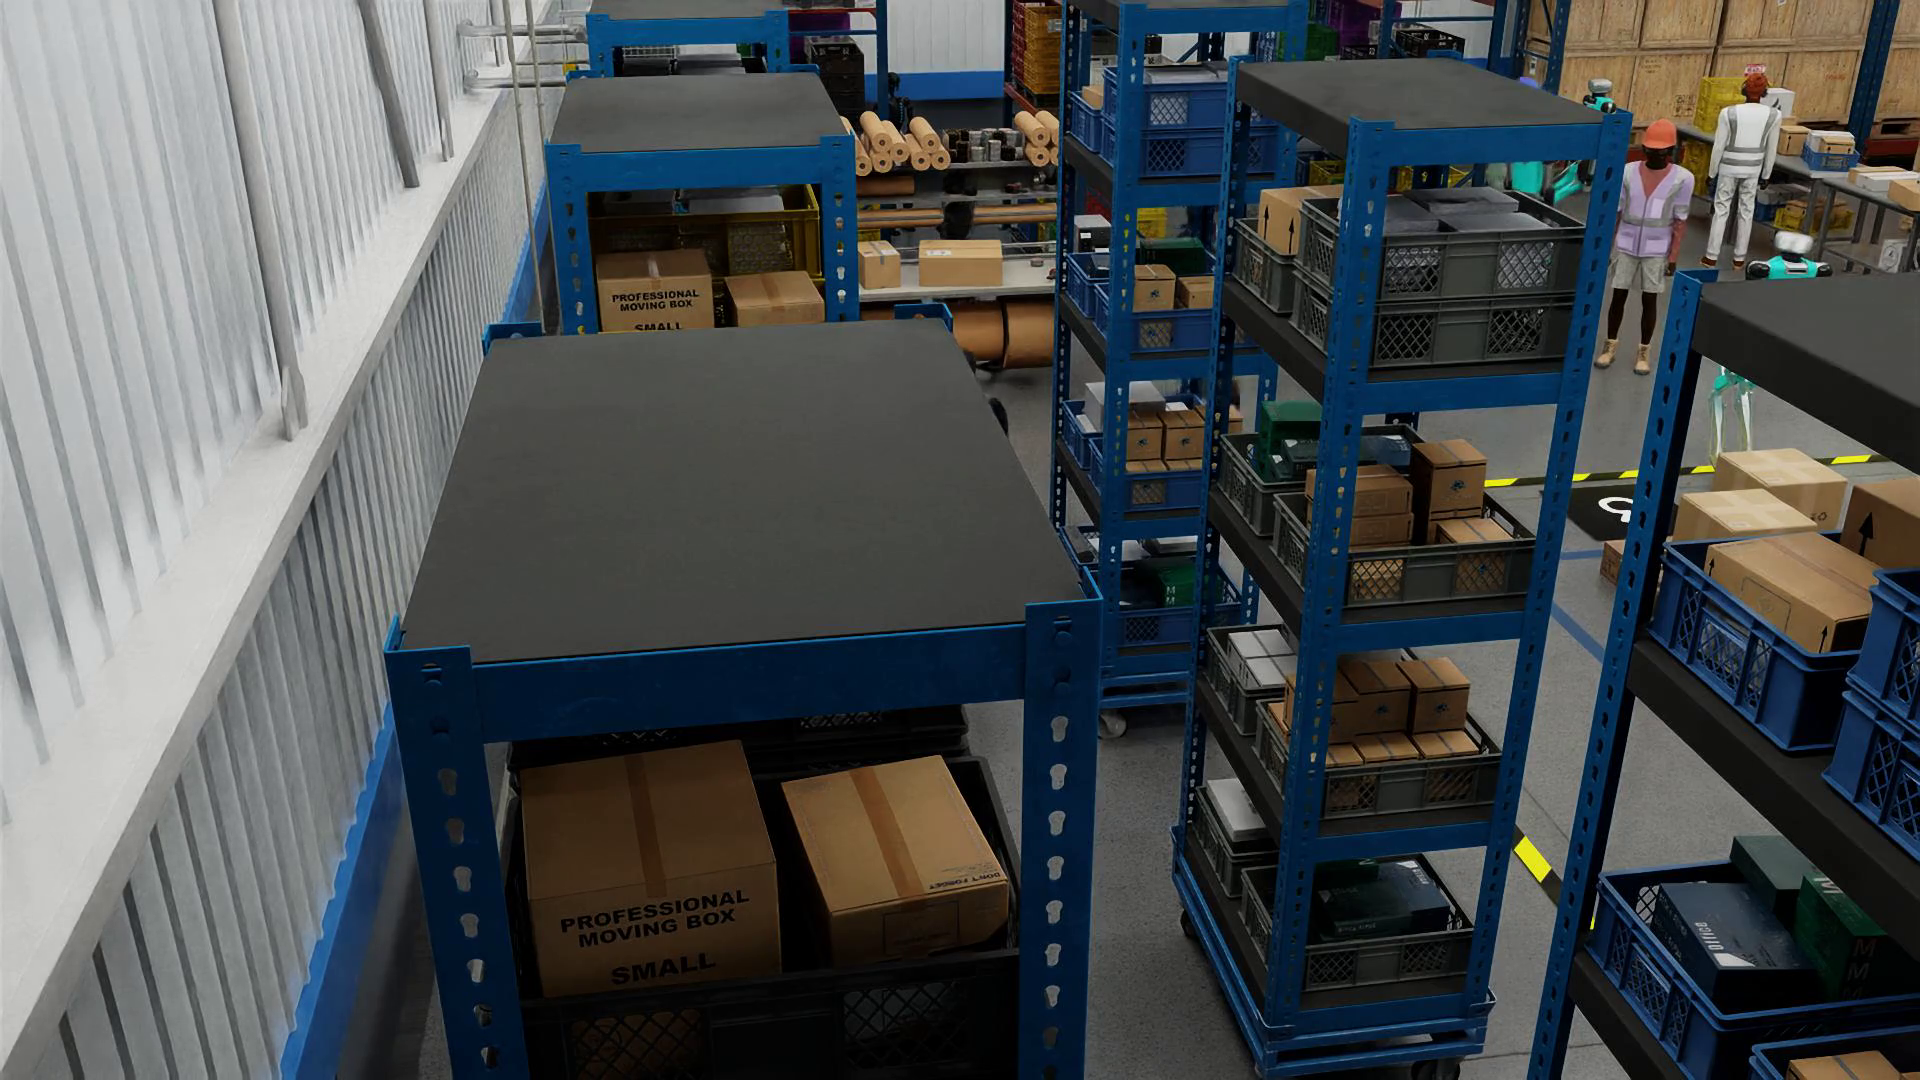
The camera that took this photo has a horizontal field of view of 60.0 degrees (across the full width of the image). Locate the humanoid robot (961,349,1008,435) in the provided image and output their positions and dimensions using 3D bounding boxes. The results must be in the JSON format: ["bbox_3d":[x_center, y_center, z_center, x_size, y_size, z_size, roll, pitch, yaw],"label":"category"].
[{"bbox_3d":[-0.007,-0.252,9.242,0.609,1.644,0.754,-4,25,-8],"label":"humanoid robot"}]

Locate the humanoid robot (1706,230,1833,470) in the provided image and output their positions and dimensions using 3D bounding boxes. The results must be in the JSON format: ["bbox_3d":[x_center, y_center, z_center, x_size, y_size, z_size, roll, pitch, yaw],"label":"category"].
[{"bbox_3d":[5.363,-1.306,11.221,0.533,1.677,0.735,1,25,2],"label":"humanoid robot"}]

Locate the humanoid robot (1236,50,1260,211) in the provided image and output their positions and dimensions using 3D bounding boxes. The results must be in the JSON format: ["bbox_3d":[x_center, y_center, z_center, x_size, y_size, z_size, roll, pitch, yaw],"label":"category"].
[{"bbox_3d":[3.264,-4.383,18.185,0.707,1.892,0.553,2,25,4],"label":"humanoid robot"}]

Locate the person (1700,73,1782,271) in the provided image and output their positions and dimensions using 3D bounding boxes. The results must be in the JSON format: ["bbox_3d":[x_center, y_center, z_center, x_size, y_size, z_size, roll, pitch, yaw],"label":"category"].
[{"bbox_3d":[7.535,-3.549,16.080,0.582,1.882,0.337,5,25,11],"label":"person"}]

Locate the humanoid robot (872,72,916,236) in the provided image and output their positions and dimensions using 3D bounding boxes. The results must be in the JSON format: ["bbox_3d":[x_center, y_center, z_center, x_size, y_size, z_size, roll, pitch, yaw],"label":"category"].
[{"bbox_3d":[-0.692,-4.034,17.364,0.599,1.657,0.315,-21,32,-37],"label":"humanoid robot"}]

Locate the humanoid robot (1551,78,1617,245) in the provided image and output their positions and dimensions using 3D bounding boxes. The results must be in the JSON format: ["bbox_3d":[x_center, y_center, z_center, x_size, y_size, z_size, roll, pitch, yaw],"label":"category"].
[{"bbox_3d":[5.984,-3.686,16.437,0.741,1.690,0.533,-2,25,-4],"label":"humanoid robot"}]

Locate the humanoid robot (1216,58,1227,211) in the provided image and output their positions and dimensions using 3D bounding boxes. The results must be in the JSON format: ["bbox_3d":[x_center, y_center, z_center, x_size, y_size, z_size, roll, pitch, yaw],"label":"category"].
[{"bbox_3d":[2.822,-4.481,18.339,0.315,1.655,0.599,-22,33,-39],"label":"humanoid robot"}]

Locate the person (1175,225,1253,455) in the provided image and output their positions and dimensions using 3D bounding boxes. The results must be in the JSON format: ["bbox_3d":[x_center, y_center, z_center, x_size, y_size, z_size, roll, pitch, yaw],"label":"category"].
[{"bbox_3d":[1.668,-1.219,11.128,0.657,1.790,0.862,17,30,32],"label":"person"}]

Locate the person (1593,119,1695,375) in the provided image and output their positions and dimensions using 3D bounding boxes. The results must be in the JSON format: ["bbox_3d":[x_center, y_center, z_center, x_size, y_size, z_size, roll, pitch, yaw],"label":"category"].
[{"bbox_3d":[5.422,-2.320,13.233,0.604,2.035,0.400,16,29,30],"label":"person"}]

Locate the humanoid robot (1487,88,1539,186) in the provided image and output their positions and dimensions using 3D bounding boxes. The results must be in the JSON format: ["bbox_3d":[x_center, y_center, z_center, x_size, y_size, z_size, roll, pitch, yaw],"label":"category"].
[{"bbox_3d":[5.610,-3.745,16.769,0.611,1.641,0.411,-7,26,-15],"label":"humanoid robot"}]

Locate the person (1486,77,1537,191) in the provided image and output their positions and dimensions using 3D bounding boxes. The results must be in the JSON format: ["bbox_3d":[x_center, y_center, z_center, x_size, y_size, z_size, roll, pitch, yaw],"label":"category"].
[{"bbox_3d":[5.149,-3.350,15.590,0.639,1.927,0.546,-7,26,-15],"label":"person"}]

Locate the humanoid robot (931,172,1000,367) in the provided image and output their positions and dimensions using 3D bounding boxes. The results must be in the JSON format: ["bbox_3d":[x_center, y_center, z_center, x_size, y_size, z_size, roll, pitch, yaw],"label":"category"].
[{"bbox_3d":[-0.040,-2.160,13.362,0.787,1.621,0.586,8,26,17],"label":"humanoid robot"}]

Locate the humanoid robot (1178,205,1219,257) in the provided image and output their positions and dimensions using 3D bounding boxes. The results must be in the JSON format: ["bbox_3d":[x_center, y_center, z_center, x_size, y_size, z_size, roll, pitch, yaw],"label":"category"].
[{"bbox_3d":[2.034,-2.485,14.074,0.796,1.620,0.592,-5,25,-11],"label":"humanoid robot"}]

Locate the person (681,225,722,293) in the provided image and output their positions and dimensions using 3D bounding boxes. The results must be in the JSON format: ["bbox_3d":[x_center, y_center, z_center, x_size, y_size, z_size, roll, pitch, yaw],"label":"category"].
[{"bbox_3d":[-1.766,-1.350,11.370,0.431,1.835,0.619,-13,28,-26],"label":"person"}]

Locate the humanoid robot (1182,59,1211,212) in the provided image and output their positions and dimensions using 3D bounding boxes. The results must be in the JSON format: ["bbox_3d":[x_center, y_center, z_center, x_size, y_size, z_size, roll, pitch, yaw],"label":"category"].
[{"bbox_3d":[2.735,-4.405,18.131,0.536,1.778,0.775,11,27,23],"label":"humanoid robot"}]

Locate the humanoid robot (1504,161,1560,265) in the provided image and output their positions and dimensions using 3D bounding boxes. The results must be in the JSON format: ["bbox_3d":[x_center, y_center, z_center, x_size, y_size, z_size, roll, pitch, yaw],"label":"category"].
[{"bbox_3d":[5.216,-2.833,14.772,0.887,1.849,0.551,-12,27,-24],"label":"humanoid robot"}]
